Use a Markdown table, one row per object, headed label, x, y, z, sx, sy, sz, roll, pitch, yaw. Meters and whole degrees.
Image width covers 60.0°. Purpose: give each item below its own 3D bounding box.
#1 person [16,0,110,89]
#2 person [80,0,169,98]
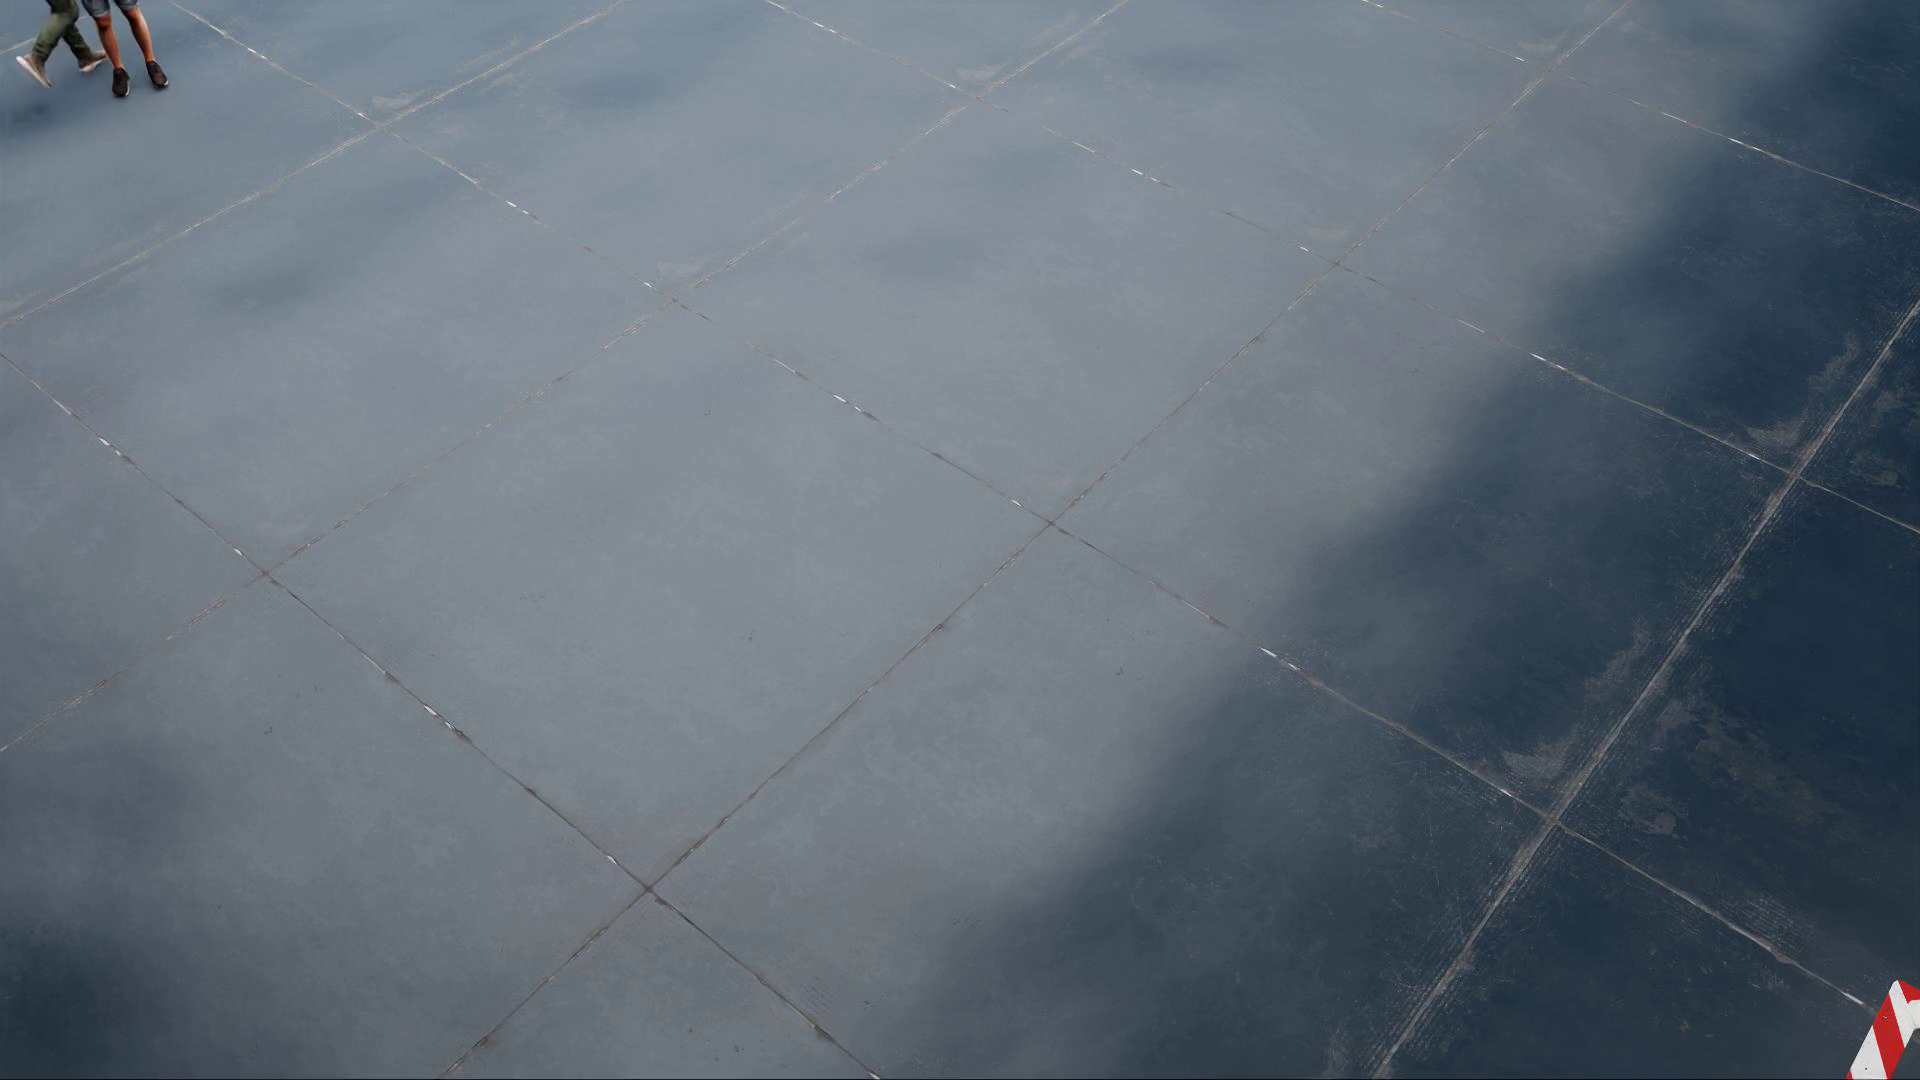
| label | x | y | z | sx | sy | sz | roll | pitch | yaw |
| --- | --- | --- | --- | --- | --- | --- | --- | --- | --- |
| person | -6.483 | -3.926 | 11.579 | 0.908 | 1.638 | 0.720 | 23 | 51 | 20 |
| person | -5.962 | -4.001 | 11.507 | 0.734 | 1.846 | 0.731 | -16 | 49 | -14 |
